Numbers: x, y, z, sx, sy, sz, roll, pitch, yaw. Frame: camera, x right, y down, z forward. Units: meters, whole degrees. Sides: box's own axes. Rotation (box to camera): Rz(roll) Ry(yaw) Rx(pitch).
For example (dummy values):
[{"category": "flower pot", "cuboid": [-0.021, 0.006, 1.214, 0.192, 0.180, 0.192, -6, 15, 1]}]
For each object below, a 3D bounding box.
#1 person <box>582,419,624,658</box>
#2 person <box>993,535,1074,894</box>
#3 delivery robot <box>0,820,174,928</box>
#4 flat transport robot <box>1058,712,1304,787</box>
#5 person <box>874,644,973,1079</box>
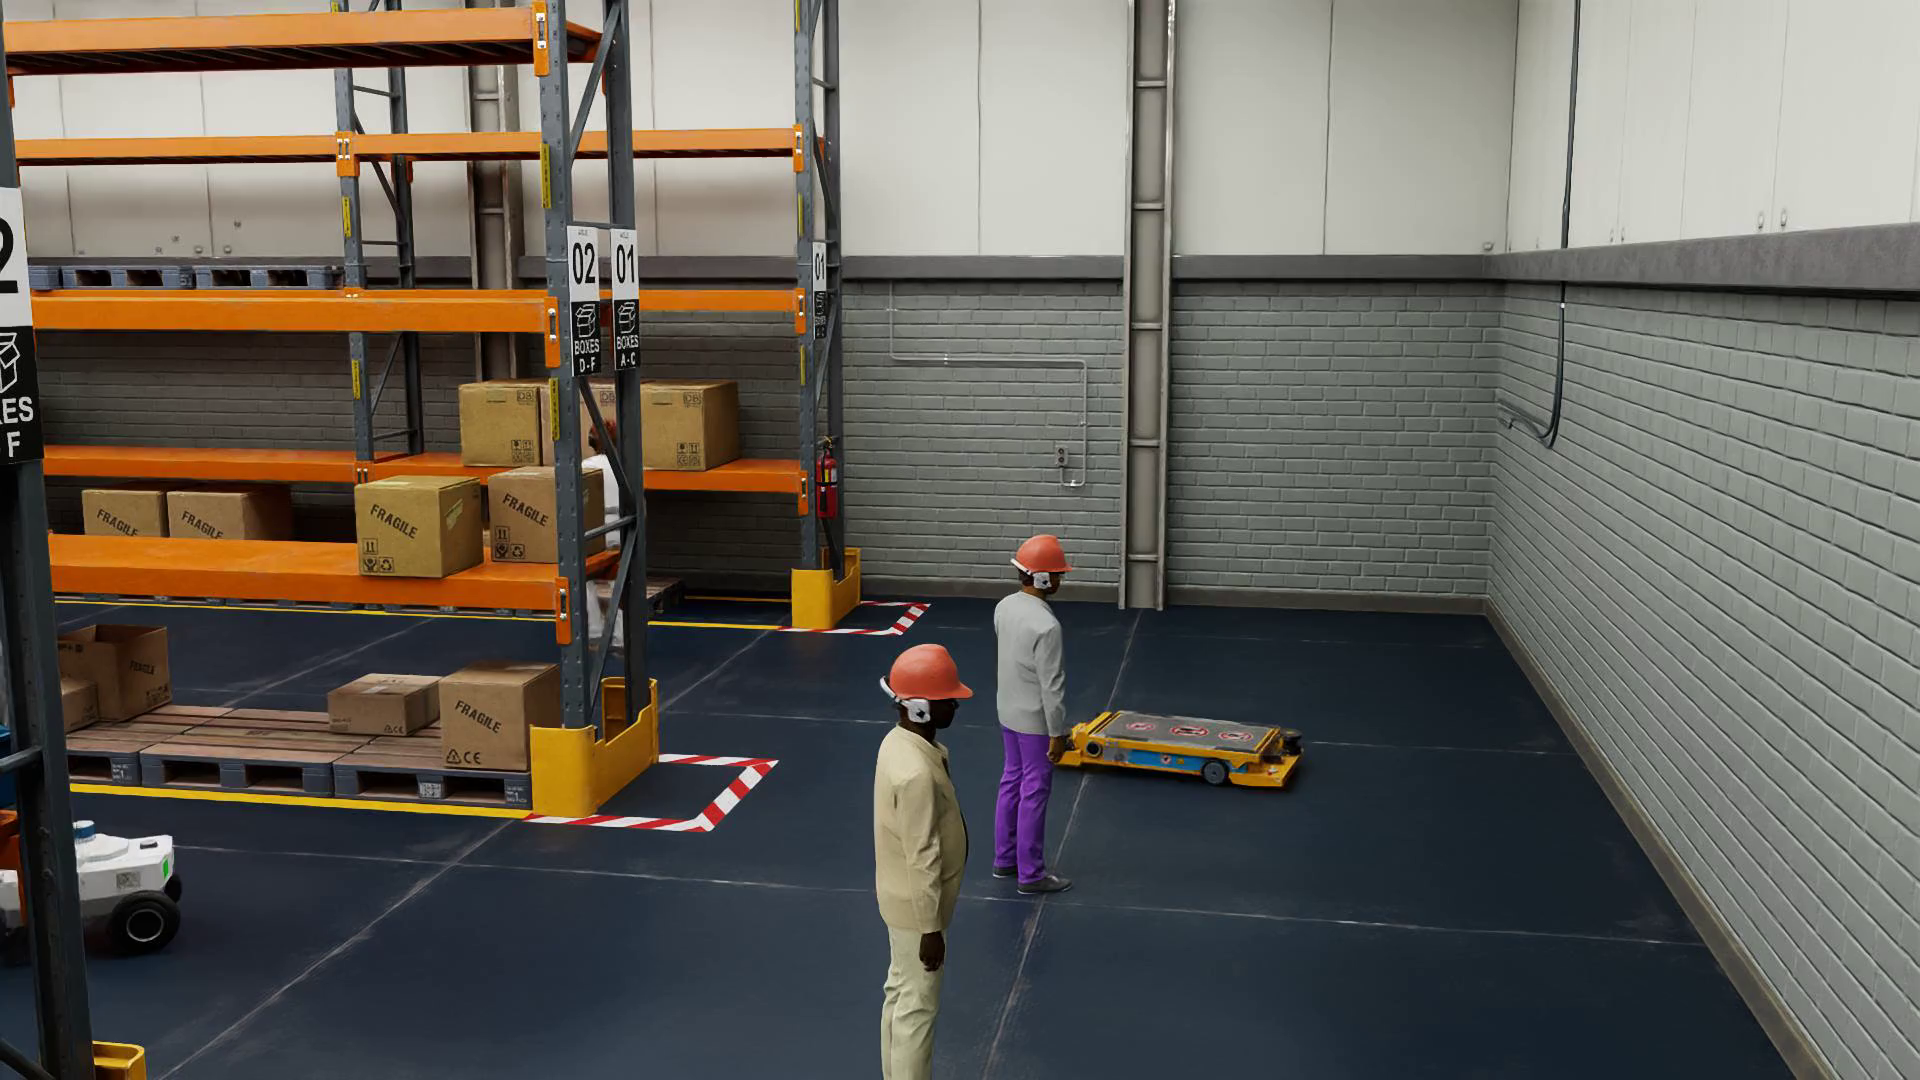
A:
[{"category": "person", "cuboid": [-2.782, -0.019, 12.938, 0.596, 1.863, 0.588, -7, 12, -39]}, {"category": "person", "cuboid": [0.368, 0.836, 8.027, 0.341, 1.745, 0.569, -4, 10, -23]}, {"category": "delivery robot", "cuboid": [-3.874, 1.487, 7.364, 0.707, 0.478, 0.477, -4, 10, -23]}, {"category": "flat transport robot", "cuboid": [1.306, 1.241, 10.058, 1.431, 0.197, 0.652, 4, 10, 22]}, {"category": "person", "cuboid": [-0.122, 1.211, 5.660, 0.330, 1.751, 0.564, -1, 9, -9]}]
